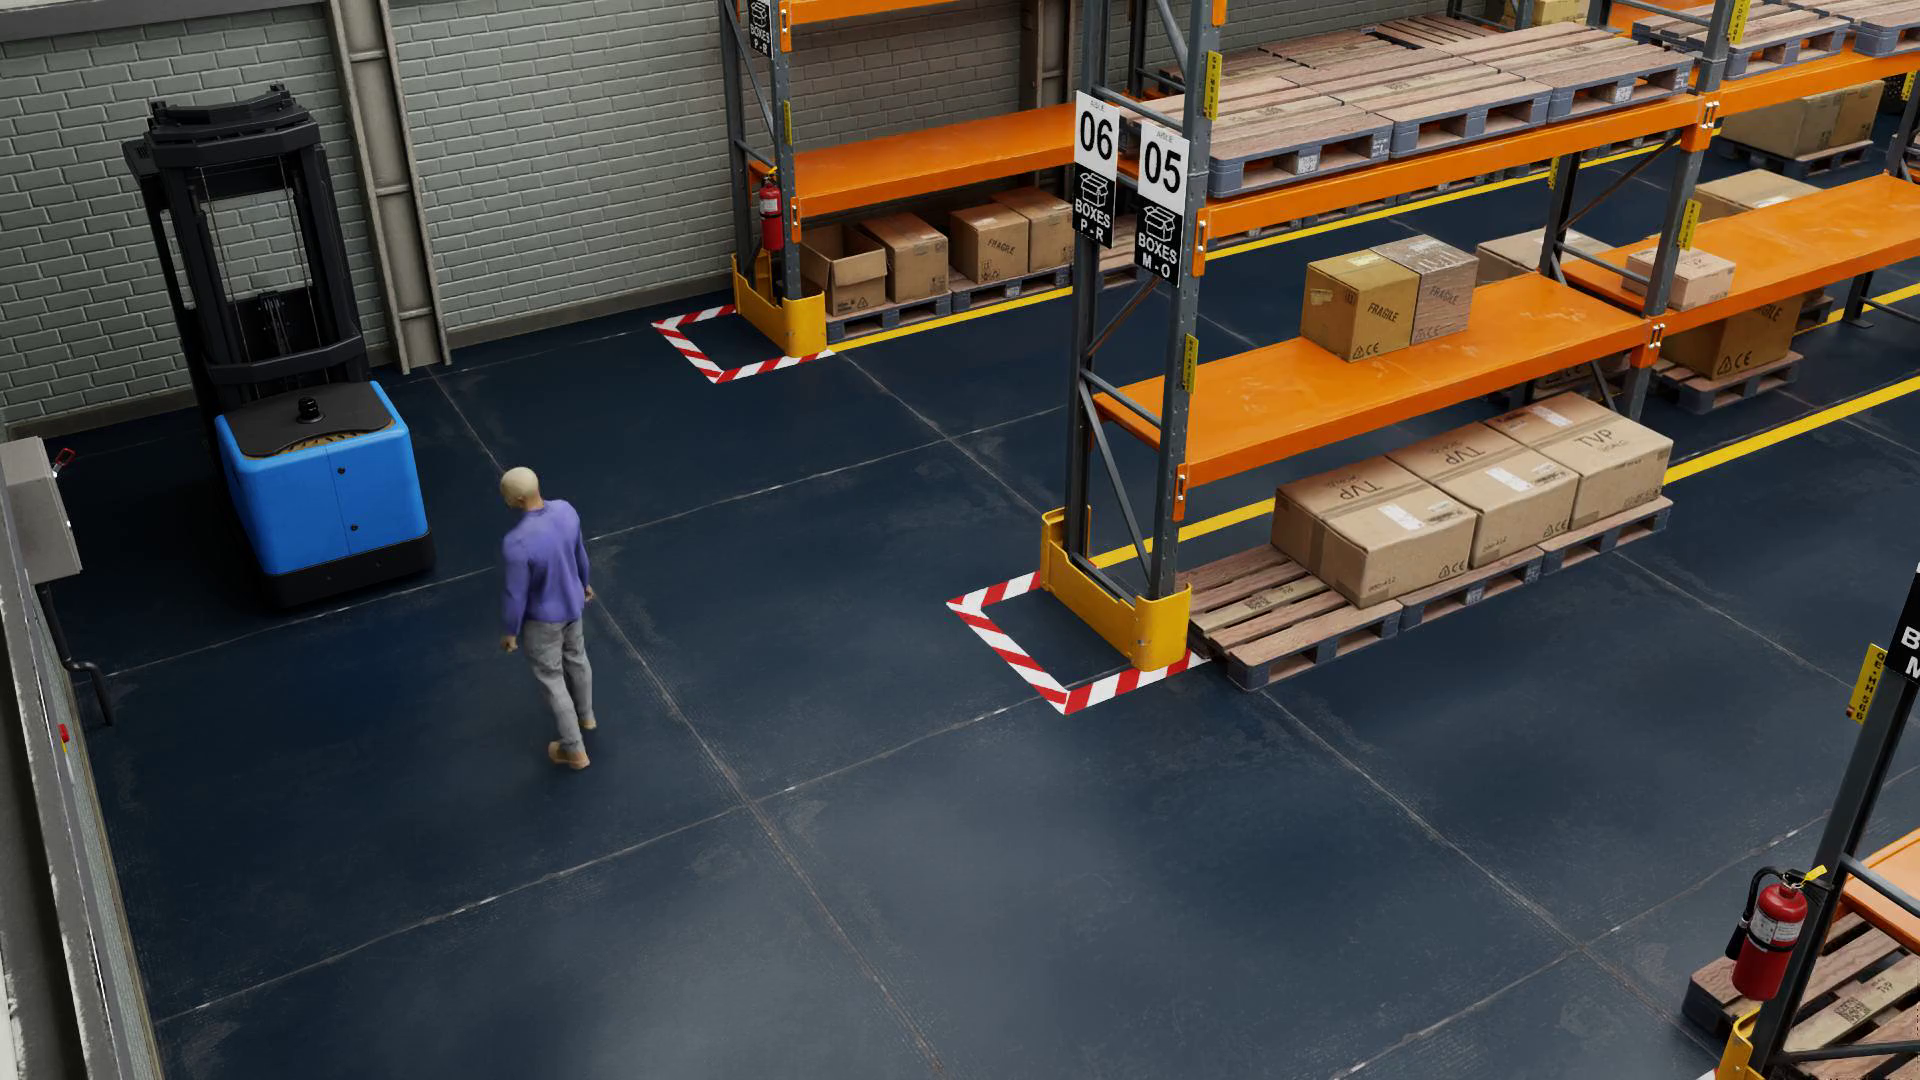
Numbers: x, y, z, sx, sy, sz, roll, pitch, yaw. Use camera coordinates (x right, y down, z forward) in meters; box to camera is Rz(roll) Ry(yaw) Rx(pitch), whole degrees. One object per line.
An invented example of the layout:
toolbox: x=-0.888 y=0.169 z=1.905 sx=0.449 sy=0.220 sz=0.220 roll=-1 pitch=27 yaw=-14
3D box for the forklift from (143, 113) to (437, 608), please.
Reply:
forklift: x=-4.289 y=-1.259 z=10.509 sx=1.129 sy=2.768 sz=1.873 roll=-17 pitch=36 yaw=-26

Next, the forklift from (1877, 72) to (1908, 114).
forklift: x=11.468 y=-5.645 z=18.244 sx=1.214 sy=2.155 sz=2.313 roll=-17 pitch=36 yaw=-26

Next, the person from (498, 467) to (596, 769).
person: x=-2.173 y=0.381 z=8.906 sx=0.513 sy=1.779 sz=0.647 roll=18 pitch=36 yaw=27
